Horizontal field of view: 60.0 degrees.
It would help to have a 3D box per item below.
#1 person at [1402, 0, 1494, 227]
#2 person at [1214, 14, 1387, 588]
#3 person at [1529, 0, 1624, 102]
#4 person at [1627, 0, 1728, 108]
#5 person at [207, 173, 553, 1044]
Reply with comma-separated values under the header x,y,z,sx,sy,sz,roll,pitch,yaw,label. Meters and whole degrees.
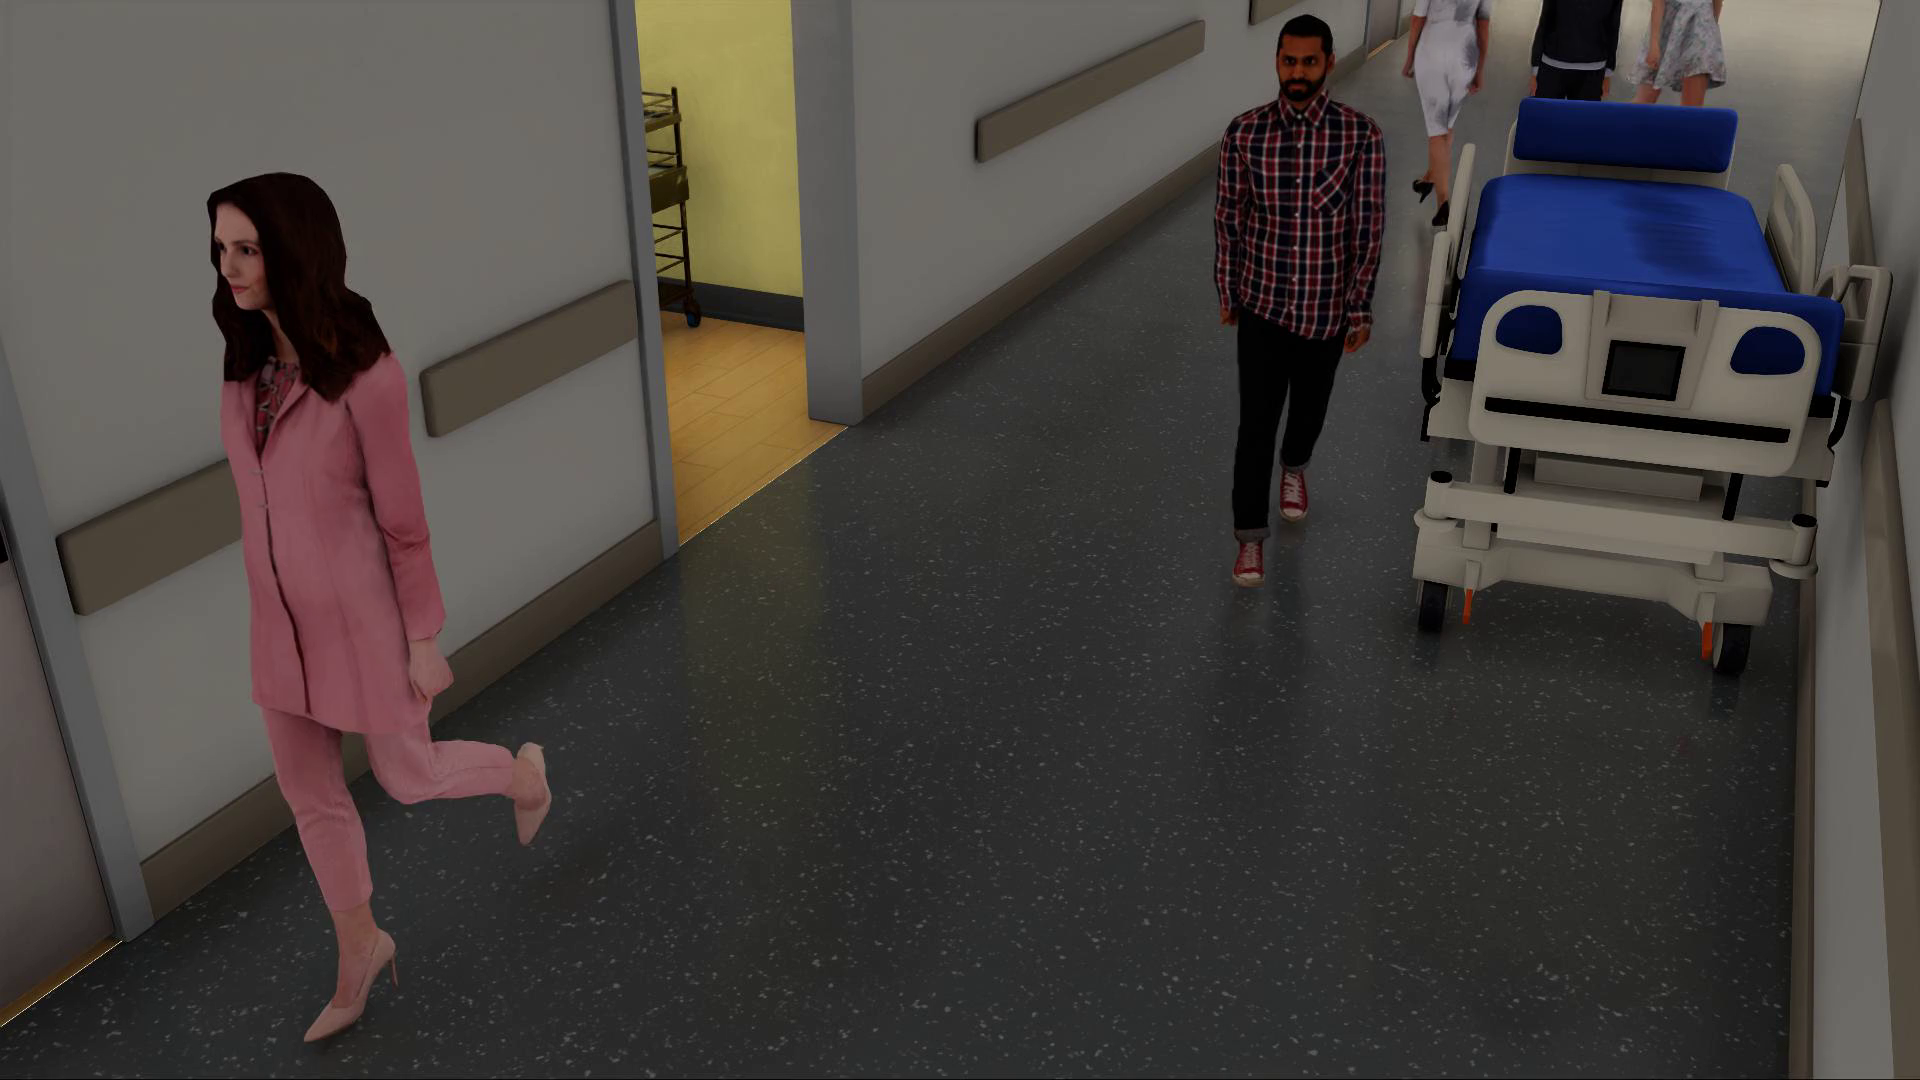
x,y,z,sx,sy,sz,roll,pitch,yaw,label
2.655,-2.524,9.018,1.093,1.694,0.946,0,26,0,person
1.096,-0.783,5.380,1.152,1.718,0.937,5,26,10,person
3.370,-2.614,9.169,0.544,1.726,0.712,5,26,9,person
4.113,-2.842,9.650,1.232,1.718,1.003,1,26,2,person
-1.184,0.139,3.397,0.944,1.781,0.681,12,28,24,person
